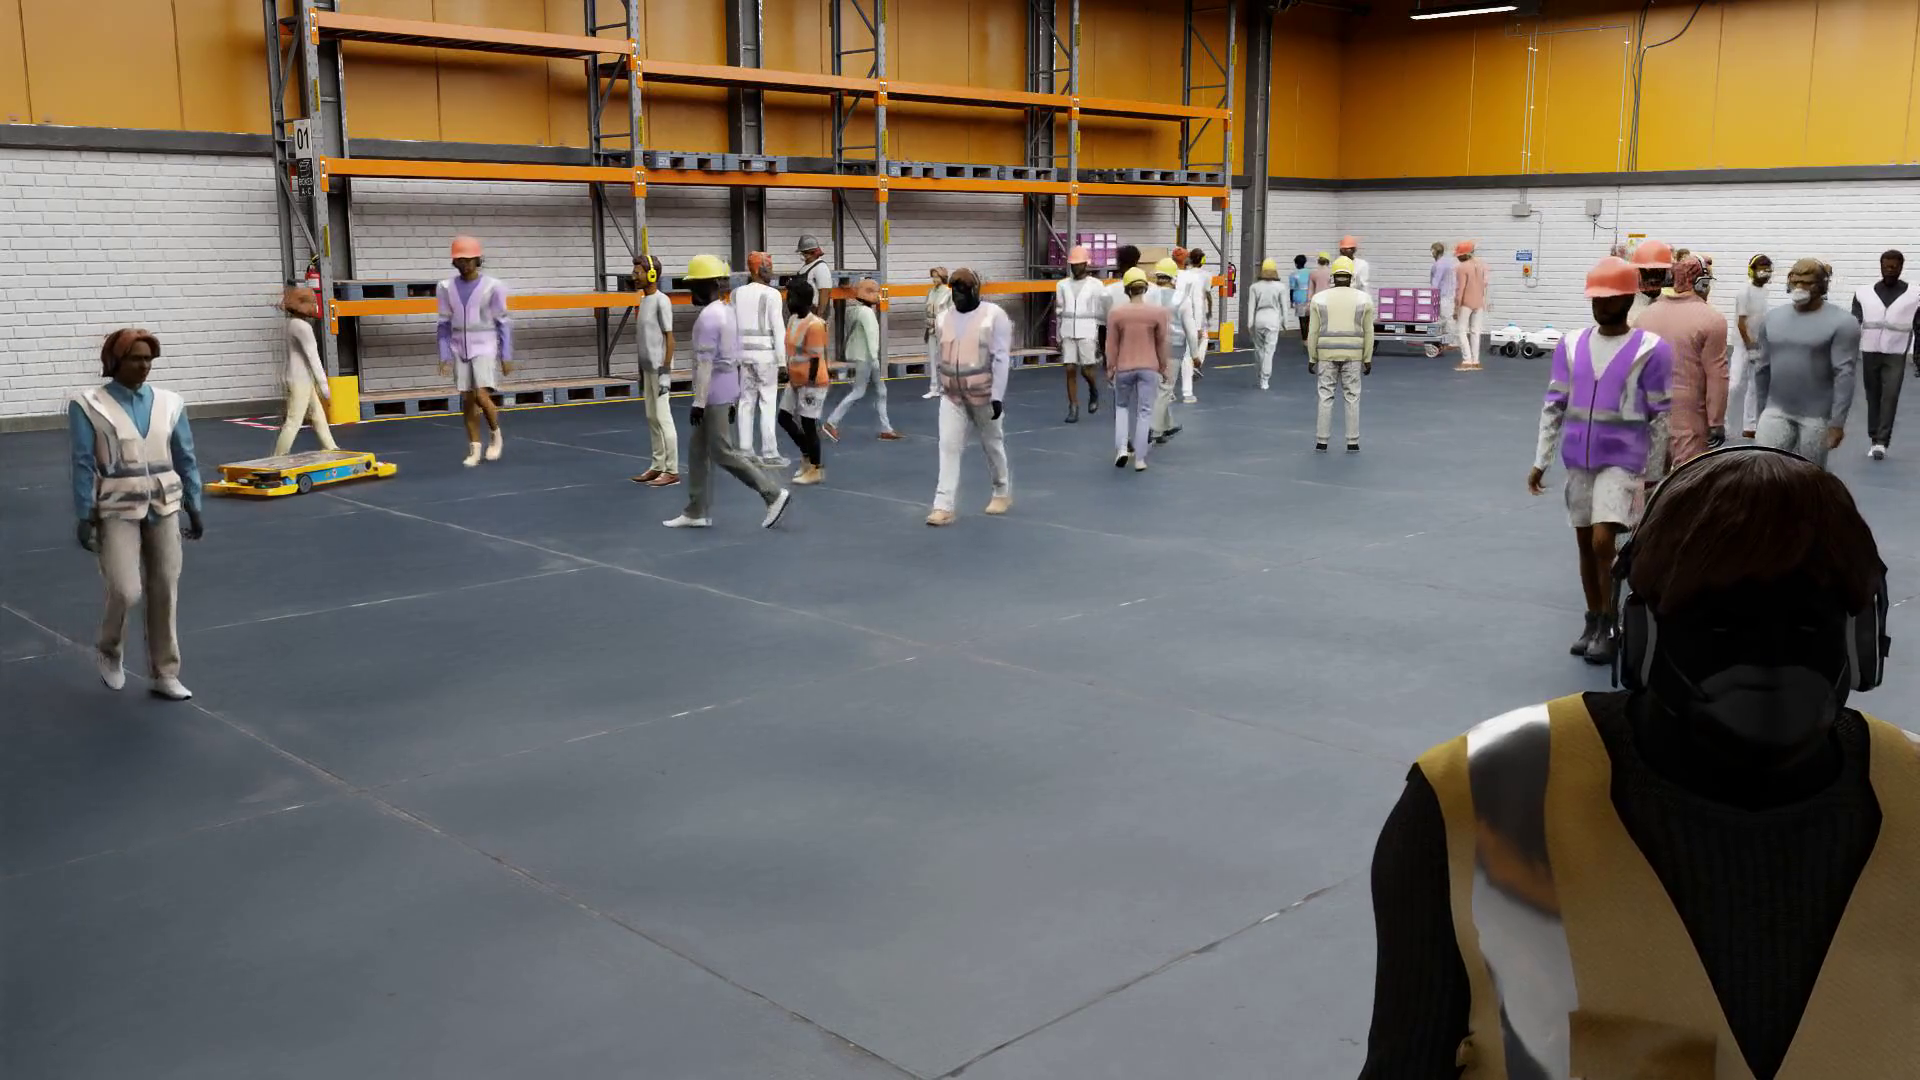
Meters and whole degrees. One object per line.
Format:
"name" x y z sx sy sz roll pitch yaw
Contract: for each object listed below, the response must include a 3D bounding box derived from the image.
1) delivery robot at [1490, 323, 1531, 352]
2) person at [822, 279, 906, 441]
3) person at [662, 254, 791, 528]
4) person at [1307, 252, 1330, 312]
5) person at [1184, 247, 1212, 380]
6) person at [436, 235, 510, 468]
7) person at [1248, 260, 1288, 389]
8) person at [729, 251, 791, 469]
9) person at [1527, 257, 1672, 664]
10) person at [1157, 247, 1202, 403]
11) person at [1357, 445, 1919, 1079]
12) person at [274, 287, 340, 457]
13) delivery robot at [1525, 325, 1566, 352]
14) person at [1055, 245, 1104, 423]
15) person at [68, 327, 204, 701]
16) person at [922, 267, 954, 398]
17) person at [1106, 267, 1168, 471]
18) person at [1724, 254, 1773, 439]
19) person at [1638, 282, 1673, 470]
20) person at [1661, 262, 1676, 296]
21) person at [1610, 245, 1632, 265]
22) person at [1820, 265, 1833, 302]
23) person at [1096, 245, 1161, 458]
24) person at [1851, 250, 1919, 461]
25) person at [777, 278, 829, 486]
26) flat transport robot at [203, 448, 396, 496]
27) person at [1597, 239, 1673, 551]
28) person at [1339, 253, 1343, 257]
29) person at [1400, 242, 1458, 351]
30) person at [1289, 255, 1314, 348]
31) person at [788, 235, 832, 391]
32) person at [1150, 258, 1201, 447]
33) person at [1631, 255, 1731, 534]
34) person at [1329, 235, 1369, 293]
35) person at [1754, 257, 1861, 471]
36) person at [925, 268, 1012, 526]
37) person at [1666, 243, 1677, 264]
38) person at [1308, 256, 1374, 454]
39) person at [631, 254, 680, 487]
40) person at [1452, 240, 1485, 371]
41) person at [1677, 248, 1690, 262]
"delivery robot" 9.222 -3.387 27.810 0.477 0.478 0.707 -5 12 -26
"person" -0.971 -1.766 16.368 0.799 1.606 0.507 -1 10 -4
"person" -1.610 -1.003 11.399 0.845 1.903 0.586 0 10 -3
"person" 6.335 -4.120 28.874 0.534 1.718 0.907 6 12 31
"person" 3.284 -3.149 23.241 0.511 1.856 0.378 4 11 21
"person" -4.231 -1.622 14.443 0.607 2.027 0.490 2 11 9
"person" 4.113 -2.883 22.199 0.508 1.688 0.907 3 11 16
"person" -1.749 -1.562 14.492 0.585 1.881 0.337 7 12 33
"person" 3.010 -0.367 7.888 0.589 1.917 0.553 -9 14 -41
"person" 2.653 -2.596 20.154 0.577 1.880 0.384 6 12 28
"person" 0.683 0.826 1.584 0.625 1.844 0.429 2 11 9
"person" -5.397 -1.292 13.832 0.835 1.587 0.513 -6 12 -32
"delivery robot" 9.634 -3.276 27.205 0.707 0.478 0.477 8 13 36
"person" 1.315 -2.240 18.102 0.556 1.918 0.598 4 11 22
"person" -3.561 -0.105 7.215 0.373 1.625 0.543 8 13 37
"person" -0.242 -2.557 20.582 0.522 1.638 0.310 10 14 43
"person" 1.523 -1.468 14.356 0.530 1.750 0.440 1 10 8
"person" 7.774 -1.880 16.374 0.815 1.841 0.374 -7 13 -34
"person" 5.977 -1.531 14.380 0.946 1.864 0.582 2 11 13
"person" 5.762 -1.390 13.770 0.646 1.805 0.767 1 10 3
"person" 10.855 -3.937 27.513 0.674 1.847 0.963 -4 11 -21
"person" 12.054 -3.025 23.224 0.740 1.605 0.500 8 13 36
"person" 1.586 -1.745 15.389 0.632 1.915 0.958 2 11 12
"person" 8.286 -1.648 14.958 0.624 1.874 0.968 8 13 37
"person" -1.254 -1.262 13.388 0.367 1.675 0.550 -6 12 -30
"flat transport robot" -5.304 -0.559 13.422 0.652 0.197 1.431 4 11 21
"person" 4.280 -0.877 10.454 0.623 1.991 0.390 0 10 -1
"person" 6.998 -4.445 30.436 0.604 1.789 0.915 -2 11 -9
"person" 8.254 -4.235 29.053 1.037 1.882 0.640 2 11 9
"person" 6.205 -4.332 30.210 0.565 1.649 0.737 -3 11 -16
"person" -1.963 -2.945 21.603 0.535 2.000 0.674 -5 11 -25
"person" 2.055 -1.819 16.142 0.599 1.793 0.888 9 14 40
"person" 4.362 -0.759 10.050 0.402 1.906 0.652 -5 12 -27
"person" 5.773 -3.526 24.835 0.611 2.022 0.627 5 12 27
"person" 5.170 -0.778 10.208 0.903 1.900 0.636 -8 13 -38
"person" 0.090 -1.026 11.822 0.632 1.802 0.950 5 12 26
"person" 10.710 -3.554 25.325 0.403 1.900 0.646 2 11 9
"person" 3.533 -1.713 15.456 0.600 1.829 0.404 2 11 11
"person" -2.479 -1.366 13.458 0.323 1.870 0.518 -6 12 -31
"person" 7.678 -3.506 24.958 0.778 1.950 0.362 -6 12 -31
"person" 11.662 -3.846 27.134 0.521 1.820 0.603 -6 12 -28
